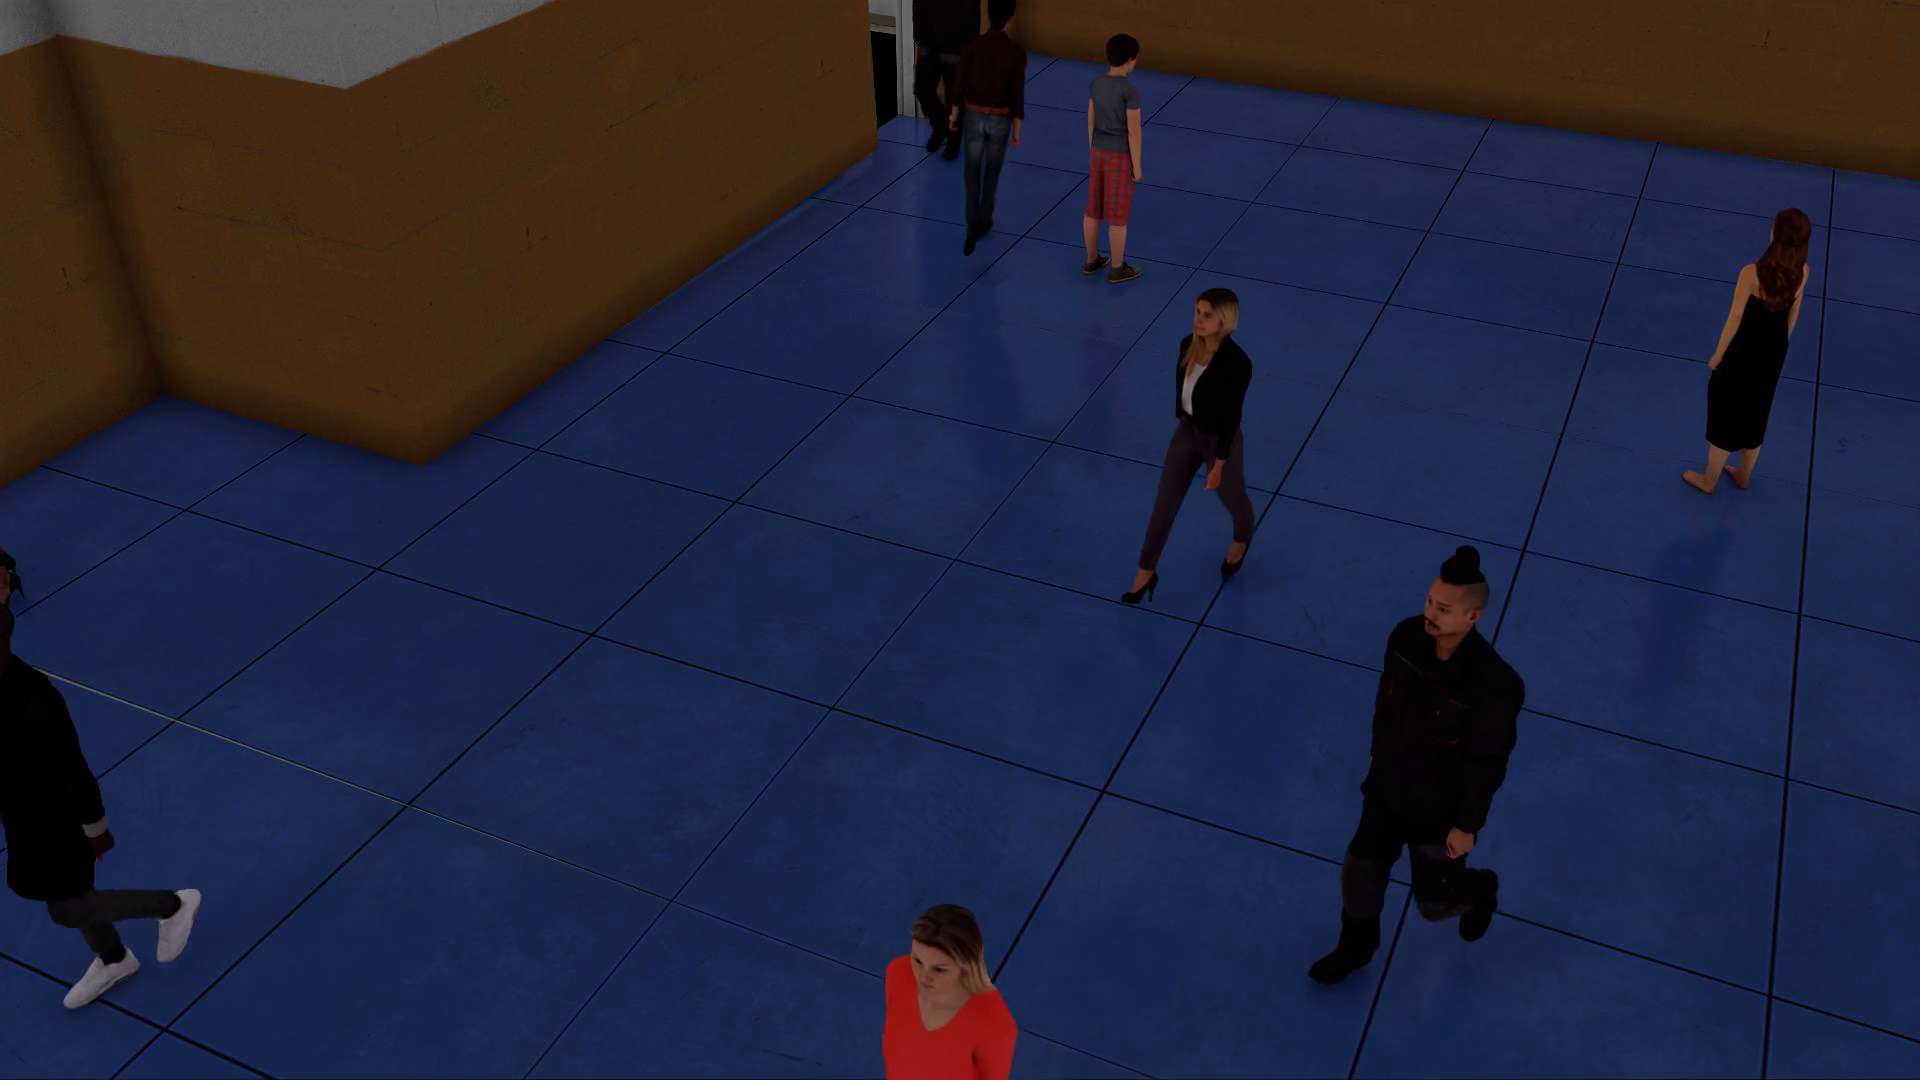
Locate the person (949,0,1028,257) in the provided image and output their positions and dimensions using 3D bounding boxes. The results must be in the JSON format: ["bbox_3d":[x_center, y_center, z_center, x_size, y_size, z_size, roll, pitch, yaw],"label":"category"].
[{"bbox_3d":[0.181,-2.832,11.478,1.088,1.743,0.970,1,34,2],"label":"person"}]

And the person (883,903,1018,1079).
[{"bbox_3d":[0.023,1.635,4.820,0.600,1.679,0.683,17,37,24],"label":"person"}]

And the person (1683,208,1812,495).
[{"bbox_3d":[4.201,-0.986,8.810,0.653,1.624,0.729,-6,34,-8],"label":"person"}]

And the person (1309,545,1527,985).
[{"bbox_3d":[1.697,0.831,5.858,1.105,1.846,1.107,-20,38,-27],"label":"person"}]

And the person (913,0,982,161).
[{"bbox_3d":[-0.083,-3.957,13.005,0.628,1.924,0.788,12,35,17],"label":"person"}]

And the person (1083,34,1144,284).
[{"bbox_3d":[1.013,-2.545,11.119,0.570,1.650,0.710,28,43,35],"label":"person"}]

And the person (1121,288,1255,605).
[{"bbox_3d":[1.264,-0.440,7.992,0.948,1.621,1.086,-26,41,-33],"label":"person"}]

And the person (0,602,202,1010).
[{"bbox_3d":[-3.118,0.903,5.856,0.803,1.749,0.811,24,40,31],"label":"person"}]
